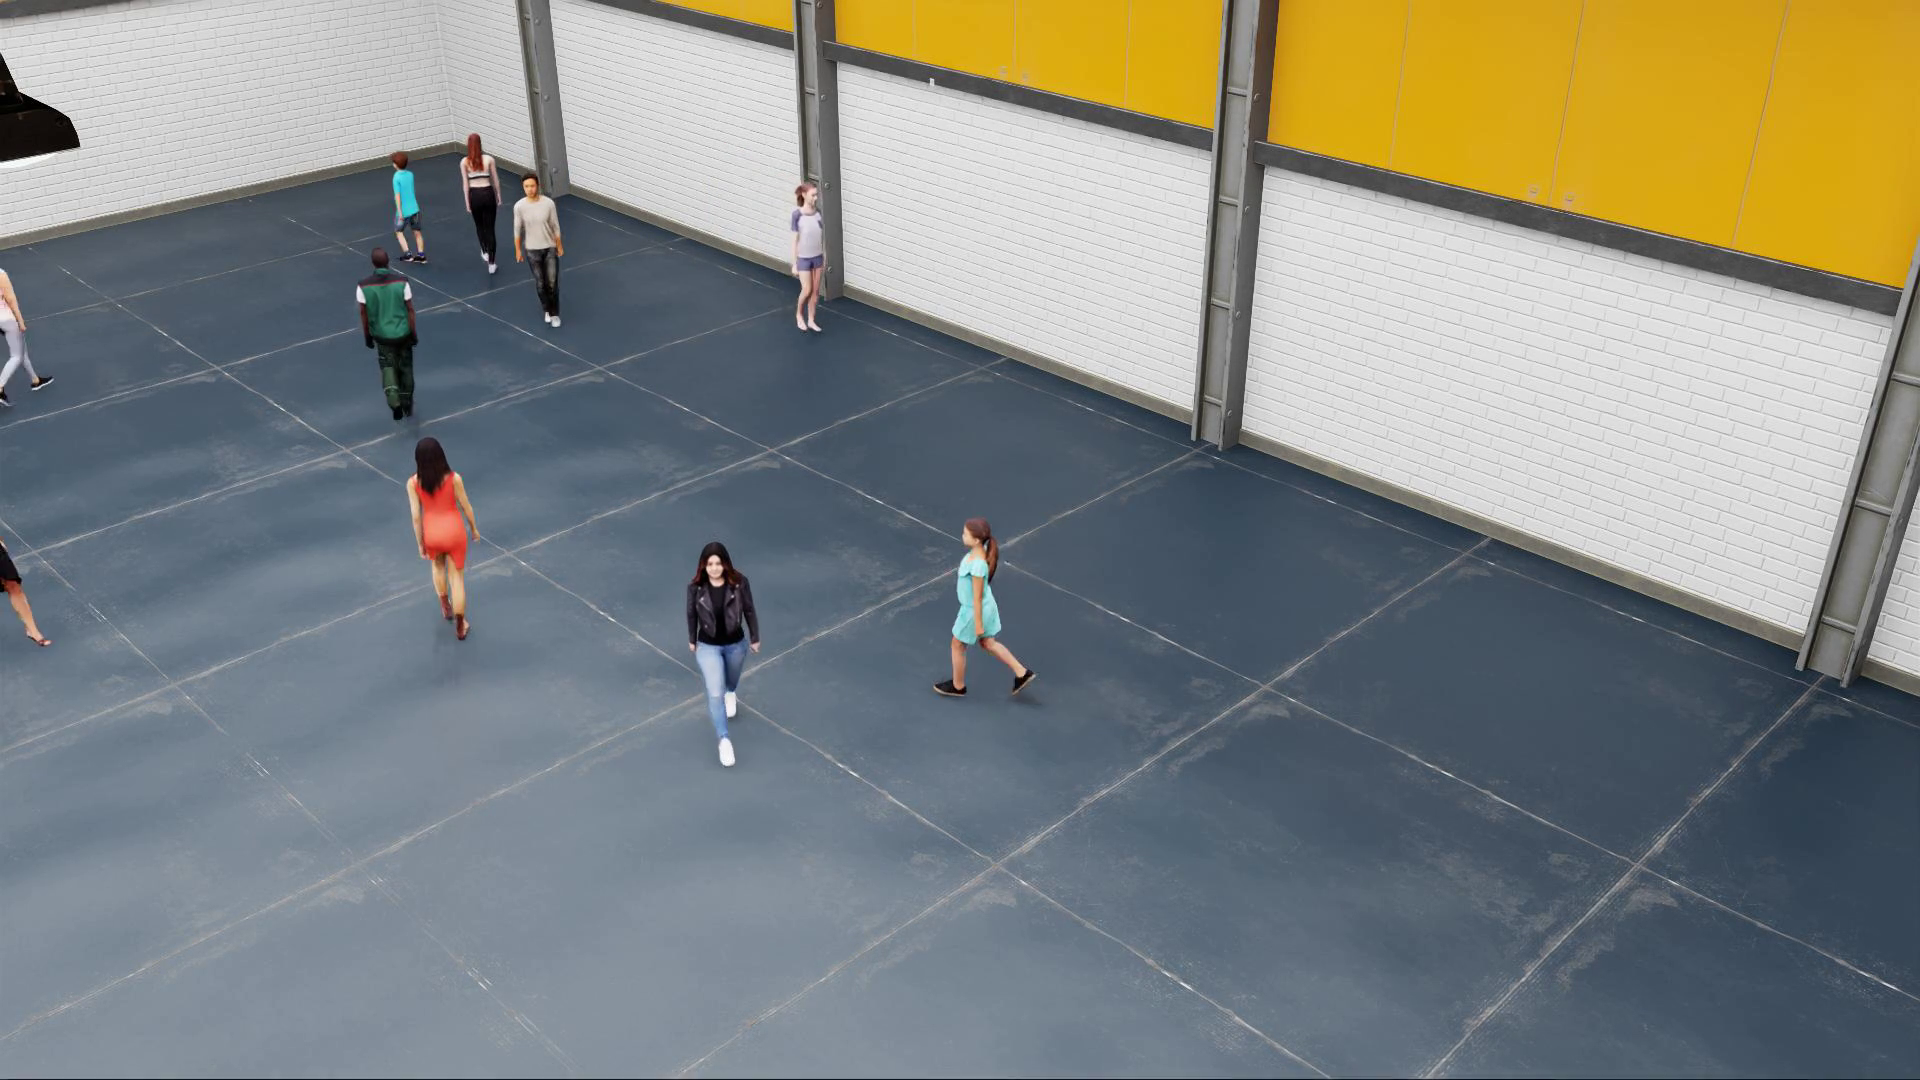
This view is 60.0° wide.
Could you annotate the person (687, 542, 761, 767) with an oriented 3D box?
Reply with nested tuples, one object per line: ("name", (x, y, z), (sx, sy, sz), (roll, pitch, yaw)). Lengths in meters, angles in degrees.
("person", (-1.711, 0.723, 11.948), (1.004, 1.595, 1.190), (-7, 29, -12))

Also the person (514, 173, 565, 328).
("person", (-4.866, -3.407, 19.309), (0.849, 1.796, 0.897), (-6, 29, -10))

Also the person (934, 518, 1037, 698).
("person", (0.204, 0.526, 12.369), (1.074, 1.537, 0.871), (7, 29, 13))

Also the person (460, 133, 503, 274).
("person", (-5.963, -4.190, 20.826), (0.882, 1.719, 1.045), (-7, 29, -12))

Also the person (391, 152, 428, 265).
("person", (-6.980, -4.208, 21.155), (0.675, 1.435, 0.607), (15, 32, 25))

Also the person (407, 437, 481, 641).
("person", (-4.062, 0.029, 13.112), (0.837, 1.699, 0.919), (-4, 29, -6))

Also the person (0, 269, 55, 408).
("person", (-9.963, -2.232, 17.257), (1.096, 1.698, 0.941), (10, 30, 17))

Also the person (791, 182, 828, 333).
("person", (-1.778, -3.249, 19.066), (0.609, 1.752, 0.615), (-21, 35, -33))

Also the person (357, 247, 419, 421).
("person", (-5.711, -2.033, 16.764), (0.937, 1.822, 1.079), (-8, 30, -14))
